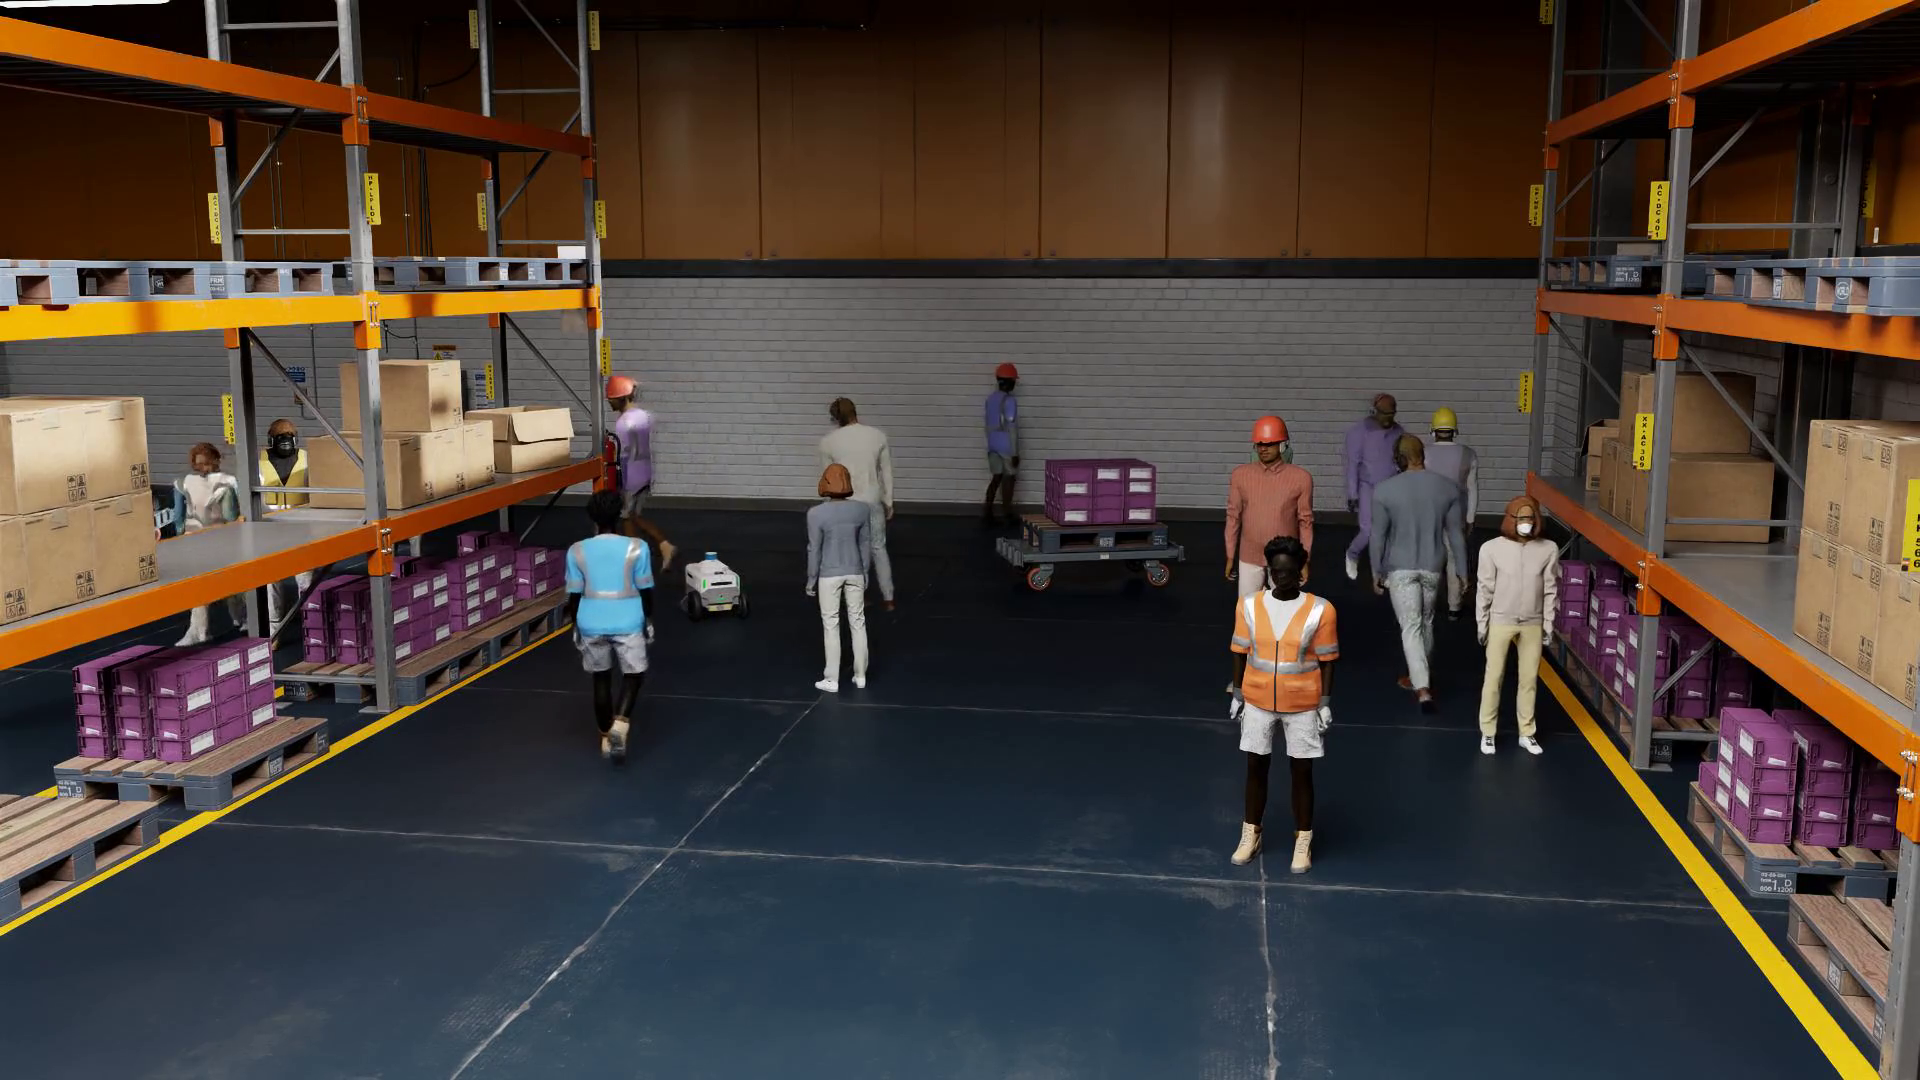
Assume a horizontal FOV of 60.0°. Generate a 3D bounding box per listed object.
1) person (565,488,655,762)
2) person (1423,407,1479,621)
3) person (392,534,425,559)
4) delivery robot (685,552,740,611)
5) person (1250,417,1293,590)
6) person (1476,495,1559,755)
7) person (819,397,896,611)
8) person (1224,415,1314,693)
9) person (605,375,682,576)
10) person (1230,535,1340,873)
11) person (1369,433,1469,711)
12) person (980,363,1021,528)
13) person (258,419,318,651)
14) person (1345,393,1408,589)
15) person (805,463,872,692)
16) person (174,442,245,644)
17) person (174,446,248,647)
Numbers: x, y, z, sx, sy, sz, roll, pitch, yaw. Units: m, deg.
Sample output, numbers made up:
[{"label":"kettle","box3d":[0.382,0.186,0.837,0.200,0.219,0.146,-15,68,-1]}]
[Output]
[{"label":"person","box3d":[-2.121,0.530,10.057,0.539,1.682,0.603,0,9,0]},{"label":"person","box3d":[4.122,-0.220,14.235,0.590,1.837,0.403,2,9,12]},{"label":"person","box3d":[-5.056,-0.386,15.111,0.575,1.884,0.355,-5,11,-29]},{"label":"delivery robot","box3d":[-2.145,0.347,14.391,0.477,0.478,0.707,-4,10,-21]},{"label":"person","box3d":[2.930,-0.343,15.615,0.500,1.633,0.280,-6,11,-32]},{"label":"person","box3d":[3.427,0.528,10.275,0.492,1.626,0.284,0,9,0]},{"label":"person","box3d":[-0.904,-0.310,14.627,0.668,1.893,0.438,-2,9,-9]},{"label":"person","box3d":[2.156,0.118,11.667,0.621,1.991,0.397,4,10,22]},{"label":"person","box3d":[-3.053,-0.568,15.820,0.619,2.020,0.654,2,10,15]},{"label":"person","box3d":[1.602,0.812,8.296,0.542,1.696,0.316,4,10,24]},{"label":"person","box3d":[3.163,0.215,11.439,0.688,1.894,0.925,0,9,-2]},{"label":"person","box3d":[0.511,-1.092,19.327,0.410,1.938,0.551,-6,11,-32]},{"label":"person","box3d":[-5.314,-0.042,13.157,0.626,1.836,0.428,-4,10,-22]},{"label":"person","box3d":[3.891,-0.456,15.602,0.668,1.865,0.569,-3,10,-16]},{"label":"person","box3d":[-0.862,0.267,11.851,0.498,1.634,0.281,-5,10,-27]},{"label":"person","box3d":[-6.097,0.005,13.559,0.532,1.596,0.835,-2,9,-13]},{"label":"person","box3d":[-6.033,0.019,13.495,0.516,1.590,0.880,5,11,29]}]
